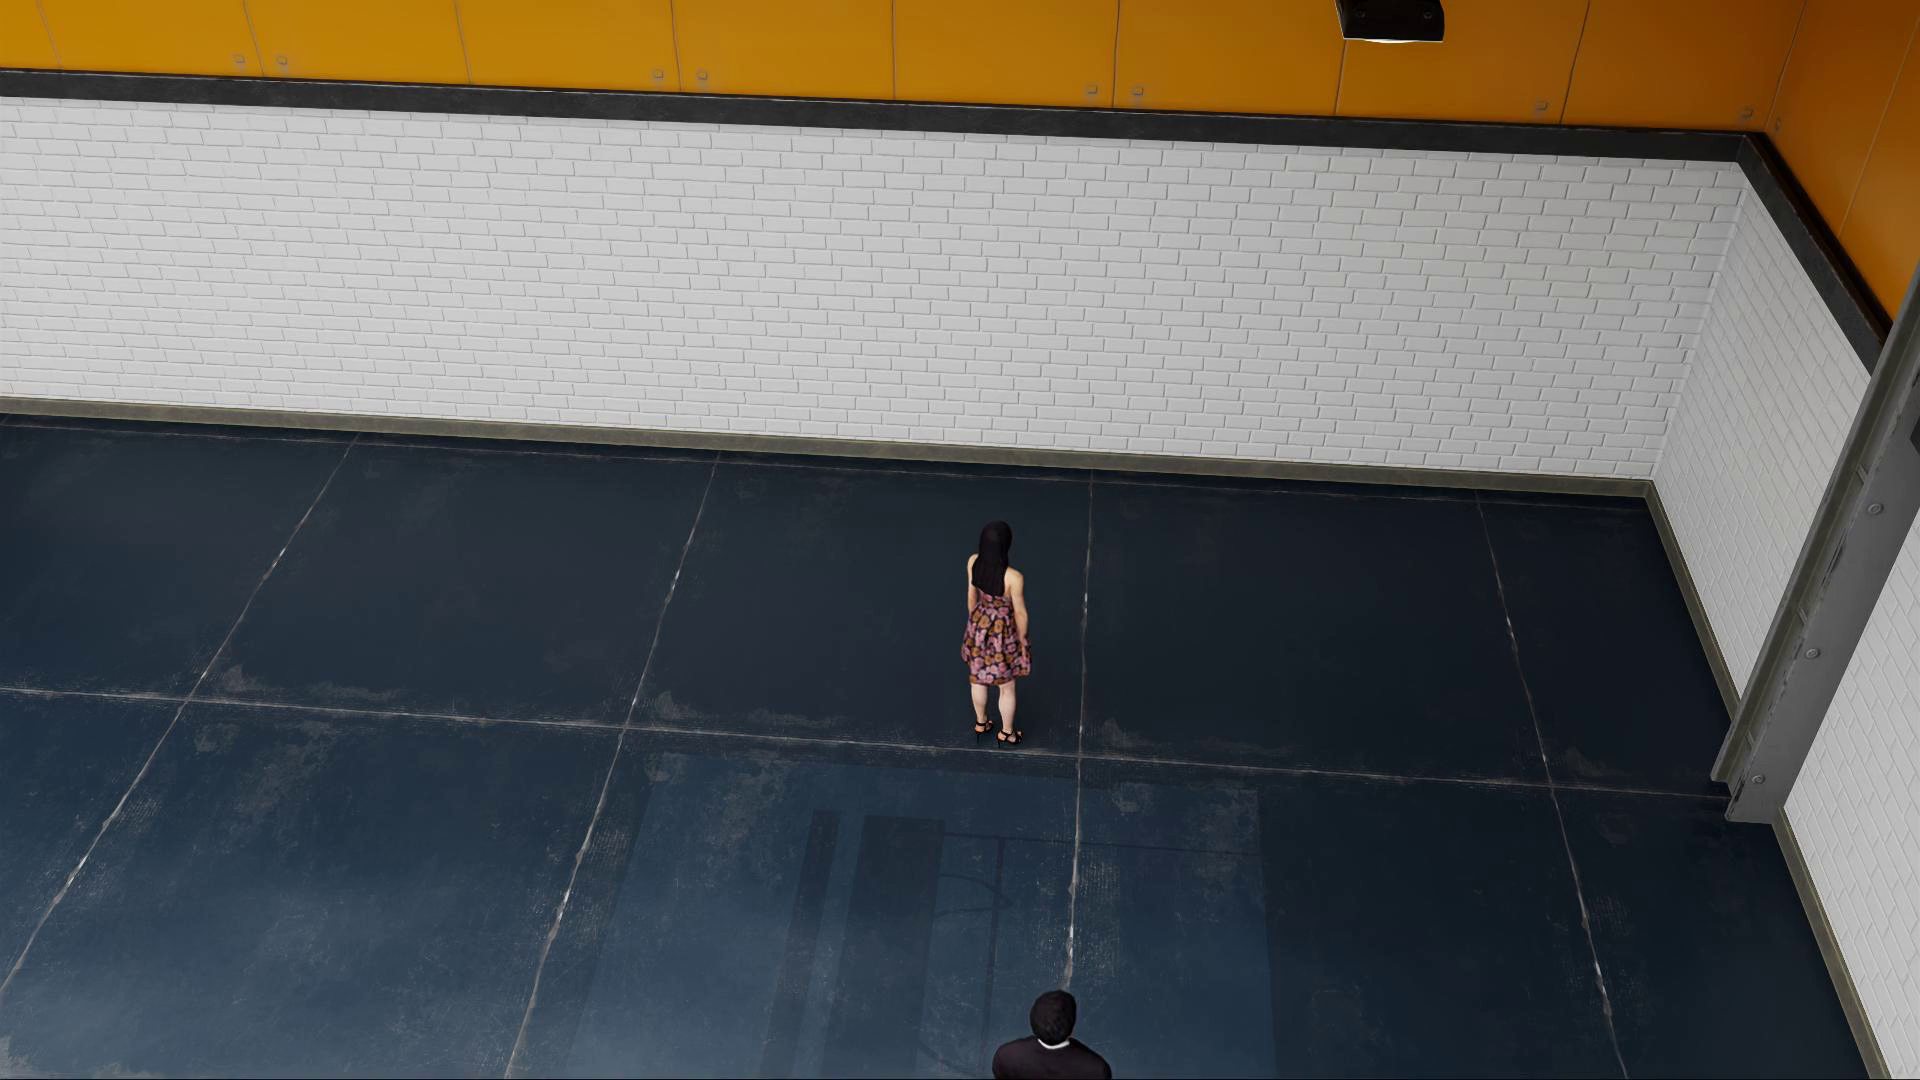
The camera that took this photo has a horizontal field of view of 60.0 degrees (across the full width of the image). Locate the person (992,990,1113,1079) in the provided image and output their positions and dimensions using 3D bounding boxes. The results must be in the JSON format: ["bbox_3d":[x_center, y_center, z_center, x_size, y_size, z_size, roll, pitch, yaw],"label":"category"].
[{"bbox_3d":[0.408,2.705,7.642,0.710,1.884,0.562,6,39,7],"label":"person"}]

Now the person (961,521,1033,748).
[{"bbox_3d":[0.229,0.597,10.369,0.792,1.773,0.830,24,44,27],"label":"person"}]
